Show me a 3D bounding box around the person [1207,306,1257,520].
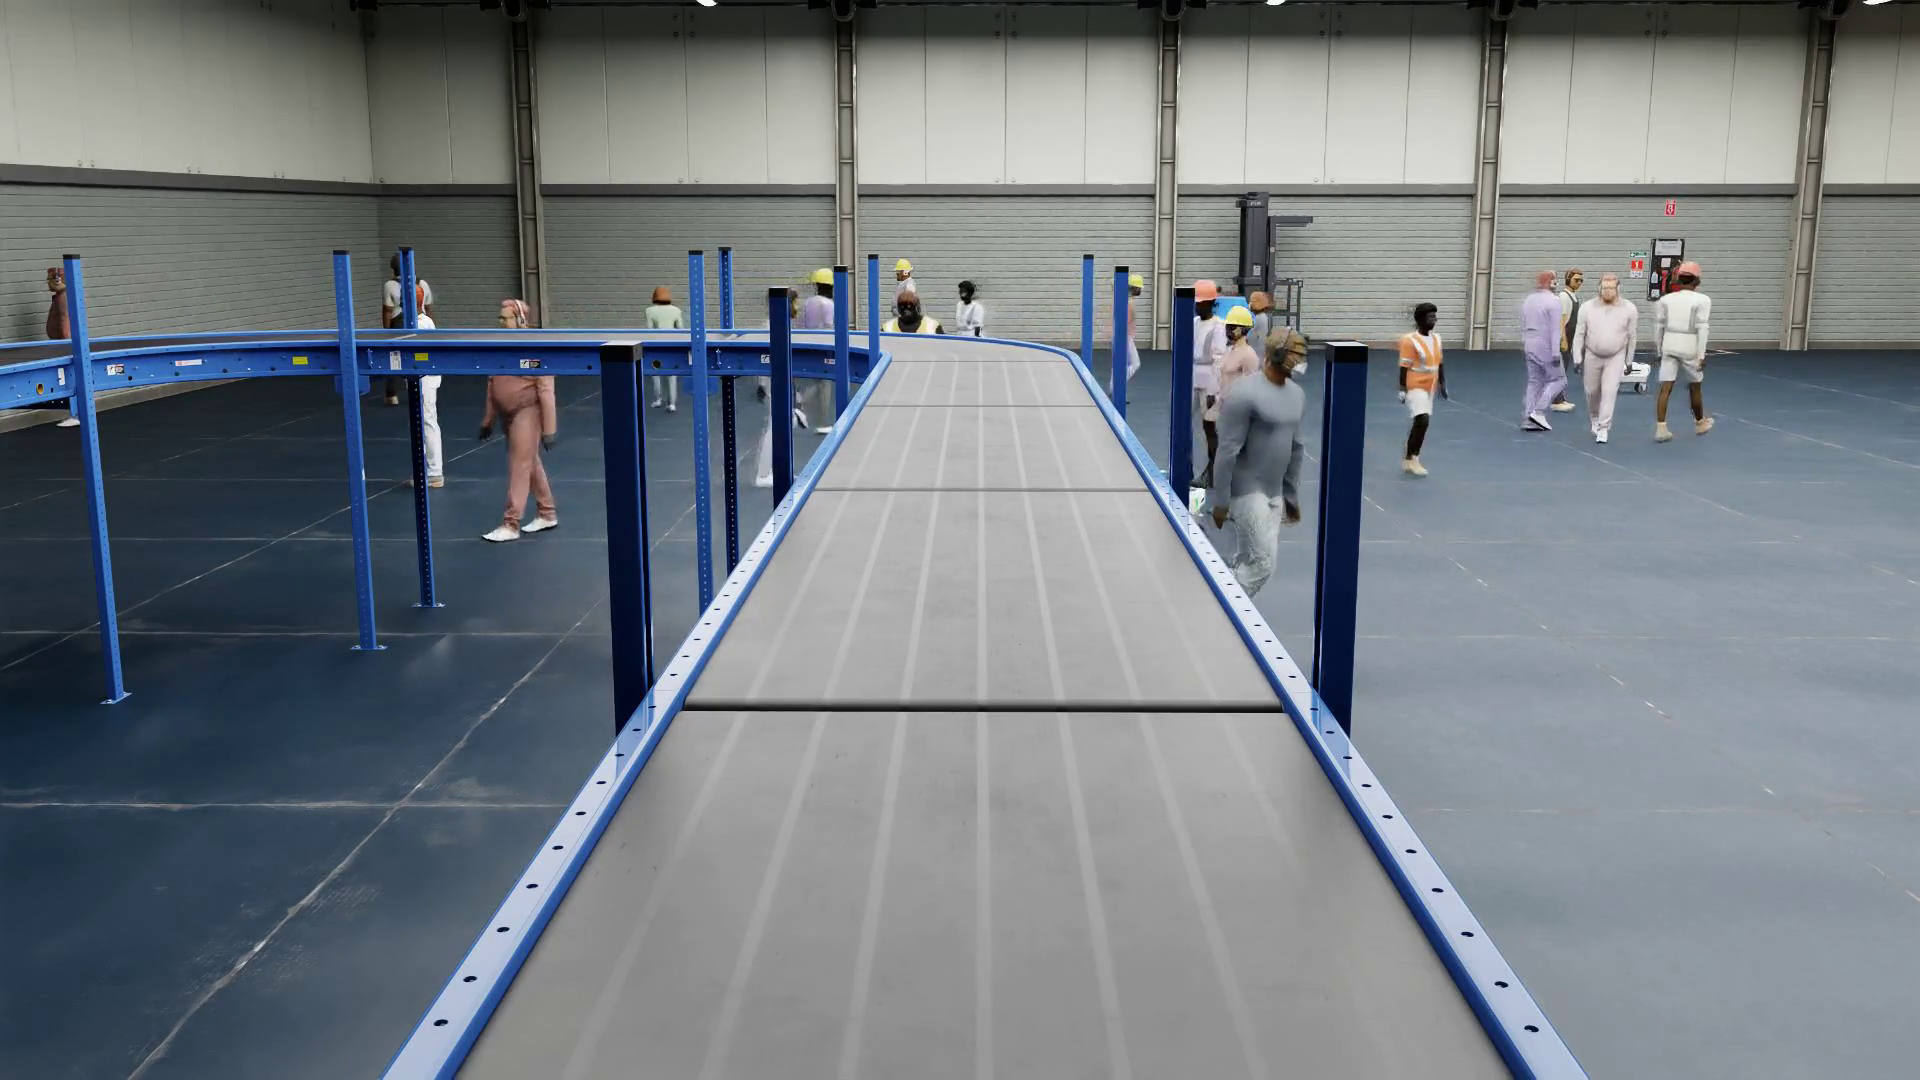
[{"bbox_3d":[2.295,-1.060,13.873,0.299,1.772,0.525,-3,11,-15],"label":"person"}]

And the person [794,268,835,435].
[{"bbox_3d":[-1.618,-2.173,19.215,0.499,1.915,0.590,-7,13,-31],"label":"person"}]

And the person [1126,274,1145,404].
[{"bbox_3d":[2.245,-2.690,22.339,0.447,1.740,0.532,-2,11,-8],"label":"person"}]

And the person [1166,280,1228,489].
[{"bbox_3d":[2.163,-1.421,15.317,0.602,1.922,0.580,-5,12,-26],"label":"person"}]

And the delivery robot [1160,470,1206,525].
[{"bbox_3d":[1.548,-0.300,12.968,0.707,0.478,0.477,3,12,17],"label":"delivery robot"}]

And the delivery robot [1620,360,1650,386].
[{"bbox_3d":[9.514,-2.423,23.876,0.707,0.478,0.477,2,11,11],"label":"delivery robot"}]

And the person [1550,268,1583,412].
[{"bbox_3d":[7.879,-2.604,21.621,0.349,1.842,0.505,6,13,30],"label":"person"}]

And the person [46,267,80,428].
[{"bbox_3d":[-10.766,-2.324,20.040,0.398,1.903,0.652,-5,12,-23],"label":"person"}]

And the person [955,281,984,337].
[{"bbox_3d":[0.097,-2.674,22.480,0.897,1.637,0.539,-10,15,-42],"label":"person"}]

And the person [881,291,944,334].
[{"bbox_3d":[-0.487,-1.406,15.540,0.653,1.806,0.787,2,11,11],"label":"person"}]

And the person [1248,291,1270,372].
[{"bbox_3d":[3.704,-2.255,20.435,0.775,1.604,0.510,0,11,2],"label":"person"}]

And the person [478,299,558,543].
[{"bbox_3d":[-3.489,-0.949,13.074,0.642,1.897,0.673,-10,15,-42],"label":"person"}]

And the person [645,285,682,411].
[{"bbox_3d":[-3.863,-2.493,21.619,0.524,1.618,0.584,-6,13,-29],"label":"person"}]

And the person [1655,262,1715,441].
[{"bbox_3d":[8.218,-2.133,18.822,1.017,1.986,0.633,-10,15,-41],"label":"person"}]

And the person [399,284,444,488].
[{"bbox_3d":[-5.019,-1.438,15.520,0.337,1.882,0.585,-2,11,-13],"label":"person"}]

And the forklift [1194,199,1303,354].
[{"bbox_3d":[5.313,-4.851,30.603,1.873,2.768,1.129,0,11,1],"label":"forklift"}]

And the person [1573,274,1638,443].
[{"bbox_3d":[7.286,-2.073,18.812,0.655,1.879,0.827,5,12,25],"label":"person"}]

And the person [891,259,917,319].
[{"bbox_3d":[-0.886,-3.531,26.414,0.404,1.828,0.601,-3,11,-14],"label":"person"}]

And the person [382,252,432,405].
[{"bbox_3d":[-7.467,-2.829,22.375,0.699,2.000,0.540,-11,15,-43],"label":"person"}]

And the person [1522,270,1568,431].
[{"bbox_3d":[6.861,-2.214,19.496,0.431,1.883,0.660,-3,11,-14],"label":"person"}]

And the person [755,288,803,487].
[{"bbox_3d":[-1.684,-1.426,15.569,0.600,1.838,0.605,-4,12,-20],"label":"person"}]

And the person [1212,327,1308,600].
[{"bbox_3d":[1.674,-0.232,9.289,0.468,1.903,0.650,9,14,37],"label":"person"}]

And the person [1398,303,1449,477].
[{"bbox_3d":[4.515,-1.446,16.083,0.543,1.681,0.545,-9,14,-39],"label":"person"}]
